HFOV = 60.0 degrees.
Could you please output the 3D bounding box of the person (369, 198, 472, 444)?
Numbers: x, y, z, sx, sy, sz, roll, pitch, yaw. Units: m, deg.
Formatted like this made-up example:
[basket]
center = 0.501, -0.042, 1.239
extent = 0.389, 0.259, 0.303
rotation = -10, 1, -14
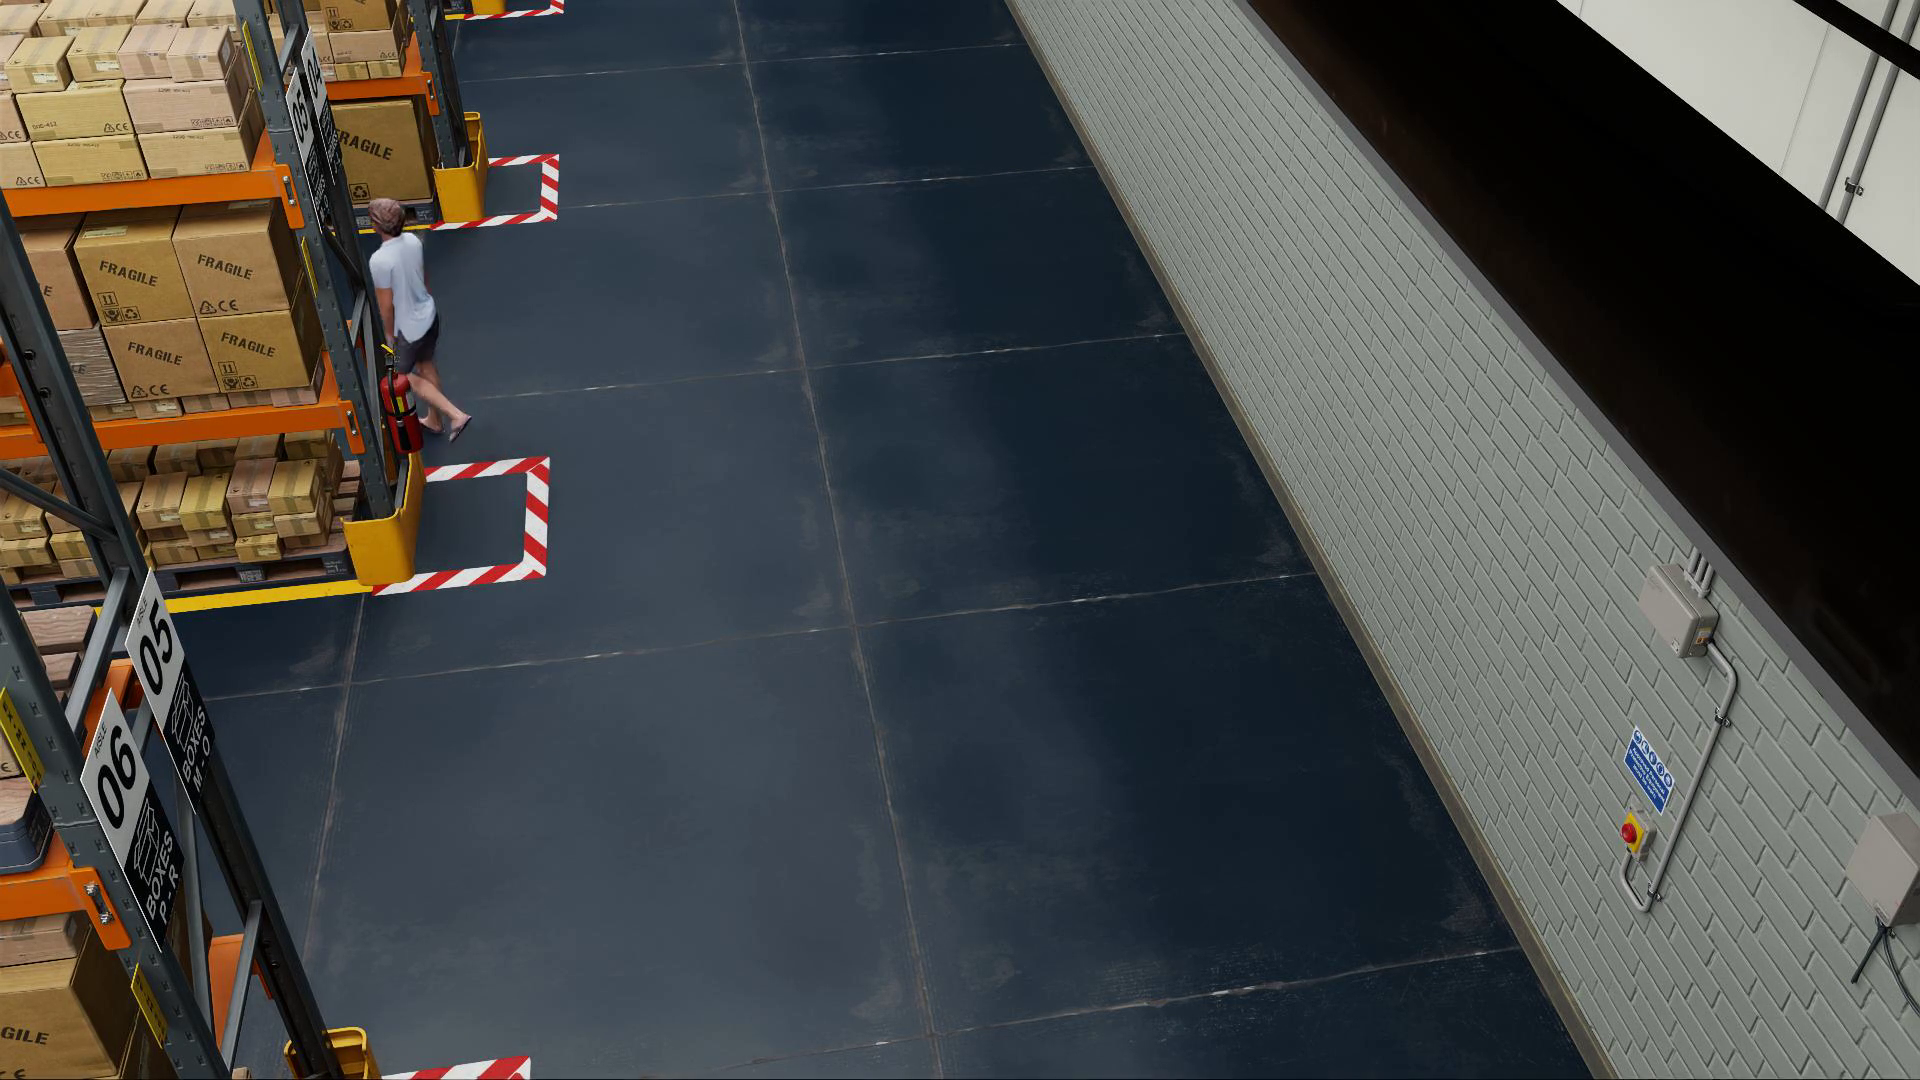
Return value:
[person]
center = -3.640, -1.434, 11.234
extent = 1.003, 1.817, 0.898
rotation = 13, 40, 16
